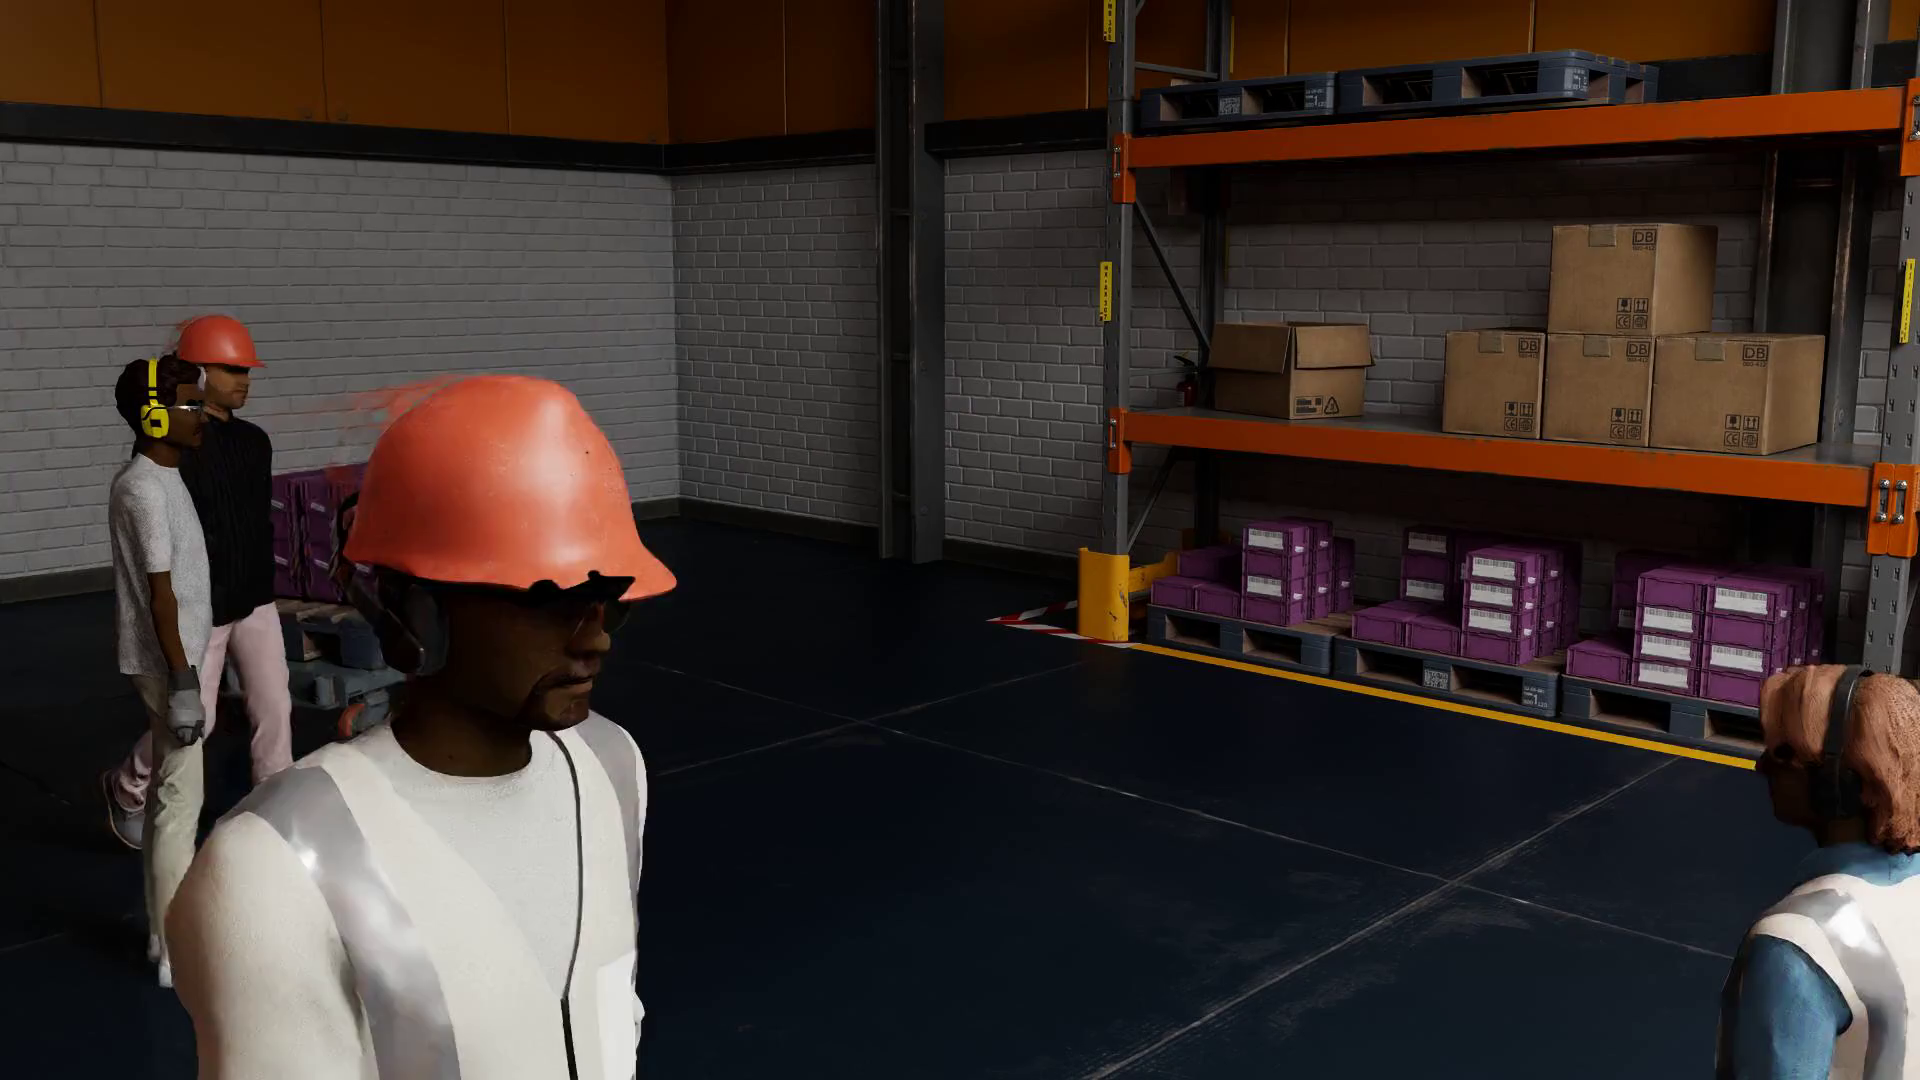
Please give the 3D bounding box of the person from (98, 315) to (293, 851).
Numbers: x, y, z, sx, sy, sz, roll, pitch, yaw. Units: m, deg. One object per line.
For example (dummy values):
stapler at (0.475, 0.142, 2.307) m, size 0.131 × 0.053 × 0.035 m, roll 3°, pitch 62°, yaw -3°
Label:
person at (-2.632, 0.204, 5.788) m, size 0.839 × 1.974 × 0.622 m, roll 4°, pitch 10°, yaw 23°

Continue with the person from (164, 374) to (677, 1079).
person at (-0.559, 0.830, 1.761) m, size 0.689 × 2.023 × 0.615 m, roll 4°, pitch 10°, yaw 25°

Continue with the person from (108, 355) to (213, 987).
person at (-2.322, 0.389, 4.950) m, size 0.327 × 1.872 × 0.516 m, roll -5°, pitch 11°, yaw -29°

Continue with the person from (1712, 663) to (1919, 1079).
person at (1.227, 0.970, 2.197) m, size 0.512 × 1.615 × 0.707 m, roll -9°, pitch 13°, yaw -42°
